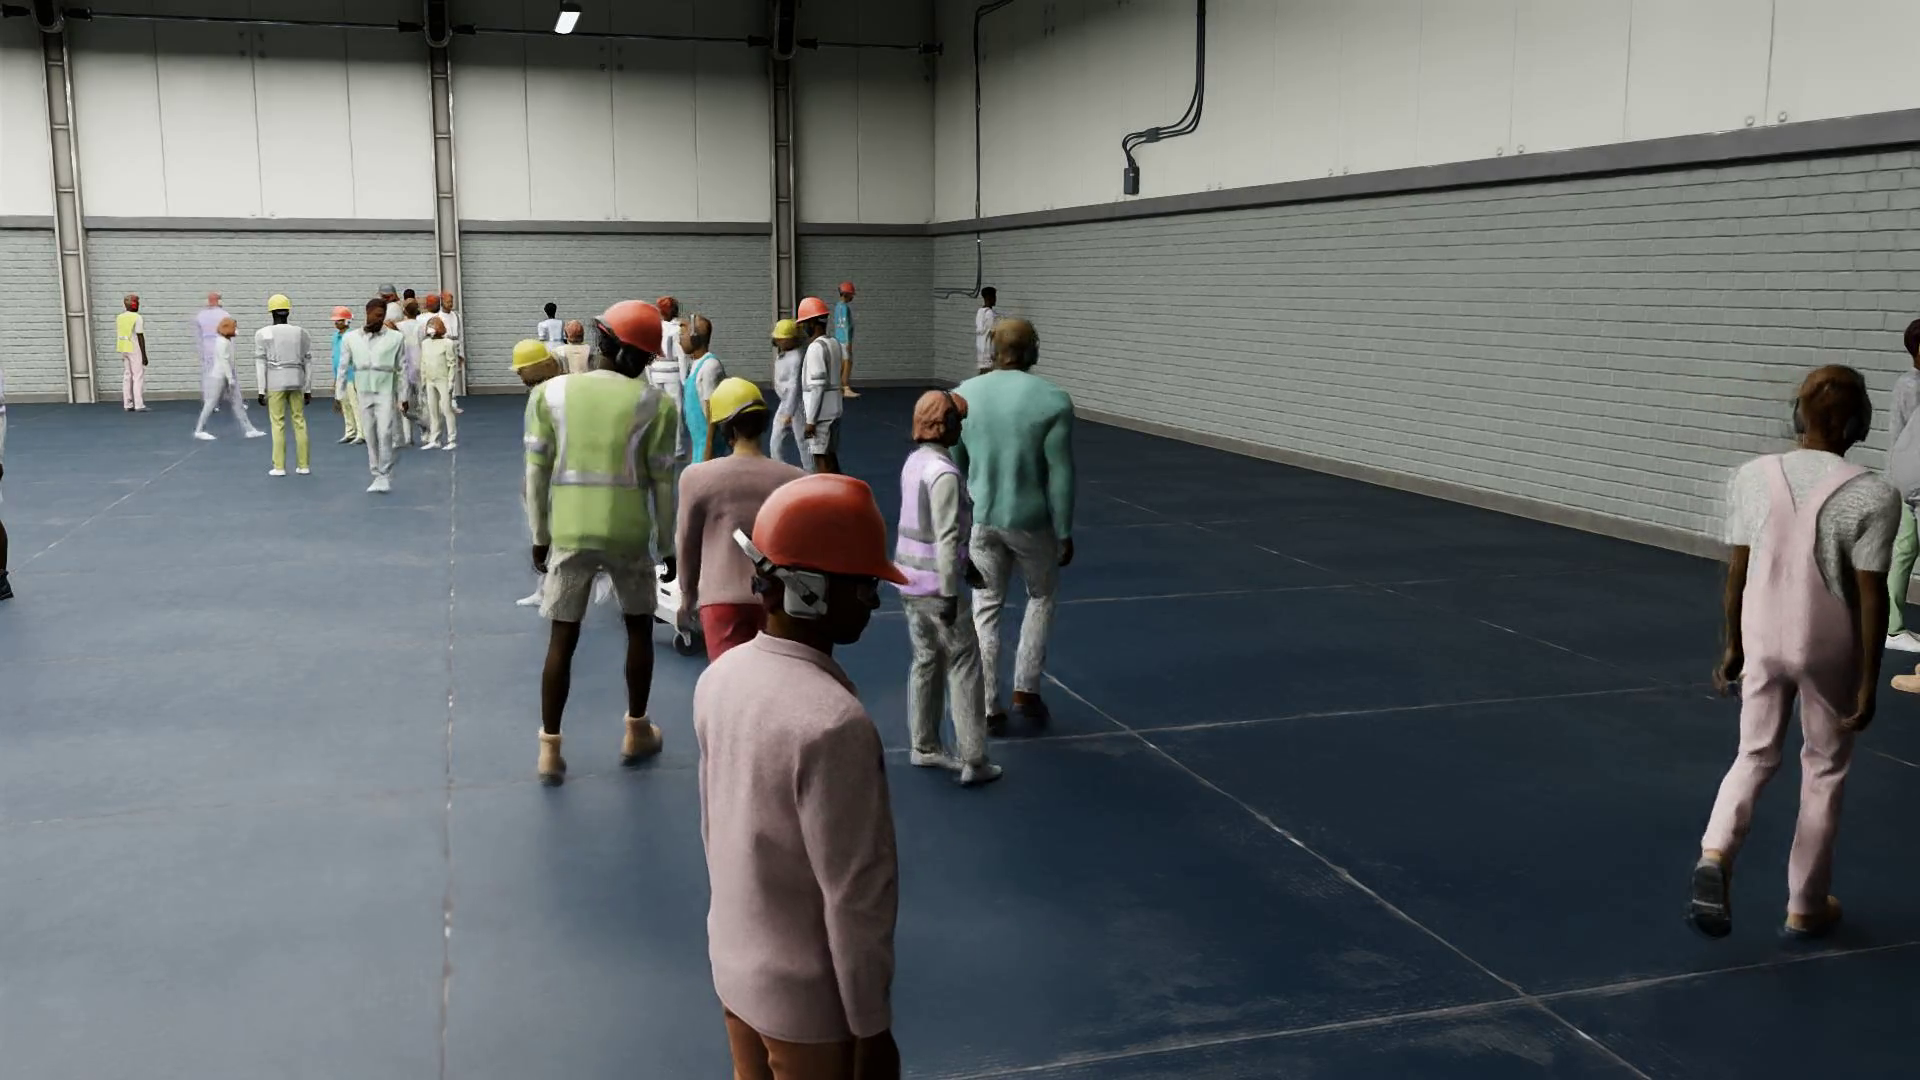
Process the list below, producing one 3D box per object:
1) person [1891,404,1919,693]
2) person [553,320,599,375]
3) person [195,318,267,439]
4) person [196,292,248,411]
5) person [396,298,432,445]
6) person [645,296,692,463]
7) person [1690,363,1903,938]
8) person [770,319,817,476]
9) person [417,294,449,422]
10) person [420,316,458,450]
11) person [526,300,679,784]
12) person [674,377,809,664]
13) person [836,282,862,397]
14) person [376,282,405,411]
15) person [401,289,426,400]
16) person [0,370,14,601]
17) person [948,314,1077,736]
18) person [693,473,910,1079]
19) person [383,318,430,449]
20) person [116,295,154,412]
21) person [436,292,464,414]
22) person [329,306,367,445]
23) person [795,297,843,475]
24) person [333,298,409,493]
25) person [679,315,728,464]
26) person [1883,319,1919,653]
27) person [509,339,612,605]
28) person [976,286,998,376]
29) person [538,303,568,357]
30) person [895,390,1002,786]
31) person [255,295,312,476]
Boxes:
[{"bbox_3d":[4.976,-0.244,8.361,0.676,2.000,0.536,-8,12,-42],"label":"person"},{"bbox_3d":[-4.095,-1.526,17.807,0.514,1.645,0.309,-4,10,-26],"label":"person"},{"bbox_3d":[-9.549,-2.089,21.592,0.874,1.579,0.509,-2,9,-12],"label":"person"},{"bbox_3d":[-11.684,-2.960,26.224,0.681,1.894,0.662,2,9,15],"label":"person"},{"bbox_3d":[-6.854,-2.116,20.932,0.507,1.847,0.345,-2,9,-10],"label":"person"},{"bbox_3d":[-3.298,-1.804,18.811,0.581,1.884,0.351,5,10,30],"label":"person"},{"bbox_3d":[2.561,0.371,5.122,0.674,1.832,0.529,-7,11,-39],"label":"person"},{"bbox_3d":[-1.636,-1.234,15.748,0.727,1.697,0.512,-5,10,-31],"label":"person"},{"bbox_3d":[-7.639,-2.631,24.130,0.597,1.868,0.419,3,9,20],"label":"person"},{"bbox_3d":[-6.367,-1.904,20.322,0.514,1.640,0.406,4,10,22],"label":"person"},{"bbox_3d":[-1.493,-0.004,6.982,0.652,1.986,0.673,0,9,2],"label":"person"},{"bbox_3d":[-0.821,0.231,6.405,0.513,1.710,0.915,-3,9,-20],"label":"person"},{"bbox_3d":[-2.051,-3.513,29.344,0.592,2.030,0.671,-2,9,-13],"label":"person"},{"bbox_3d":[-9.031,-3.048,26.250,0.538,2.000,0.684,-2,9,-13],"label":"person"},{"bbox_3d":[-9.406,-3.338,28.502,0.596,1.915,0.370,-1,9,-6],"label":"person"},{"bbox_3d":[-6.386,-0.551,10.651,0.552,1.935,0.368,2,9,15],"label":"person"},{"bbox_3d":[0.249,-0.065,7.631,0.629,1.913,0.557,3,9,18],"label":"person"},{"bbox_3d":[-0.254,0.753,2.933,0.339,1.745,0.561,-5,10,-30],"label":"person"},{"bbox_3d":[-6.880,-1.929,20.479,0.533,1.617,0.567,4,10,24],"label":"person"},{"bbox_3d":[-12.956,-2.909,26.031,0.560,1.837,0.390,6,11,32],"label":"person"},{"bbox_3d":[-7.929,-2.885,25.707,0.337,1.882,0.585,6,11,32],"label":"person"},{"bbox_3d":[-7.733,-2.067,20.940,0.581,1.744,0.362,7,12,39],"label":"person"},{"bbox_3d":[-1.172,-1.041,13.807,0.378,1.928,0.542,2,9,14],"label":"person"},{"bbox_3d":[-5.723,-1.382,16.130,0.644,1.892,0.691,-1,9,-4],"label":"person"},{"bbox_3d":[-1.805,-0.661,11.710,0.380,1.831,0.532,-3,9,-18],"label":"person"},{"bbox_3d":[5.371,-0.313,9.336,0.328,1.876,0.513,4,10,23],"label":"person"},{"bbox_3d":[-2.494,-0.399,10.402,0.594,1.710,0.514,-1,9,-6],"label":"person"},{"bbox_3d":[0.462,-3.128,26.999,0.368,1.966,0.602,-3,10,-21],"label":"person"},{"bbox_3d":[-6.739,-3.084,27.580,0.530,1.695,0.321,-7,11,-37],"label":"person"},{"bbox_3d":[-0.057,0.196,6.894,0.413,1.620,0.552,-3,9,-20],"label":"person"},{"bbox_3d":[-7.163,-1.633,17.634,0.392,1.919,0.581,9,12,44],"label":"person"}]
